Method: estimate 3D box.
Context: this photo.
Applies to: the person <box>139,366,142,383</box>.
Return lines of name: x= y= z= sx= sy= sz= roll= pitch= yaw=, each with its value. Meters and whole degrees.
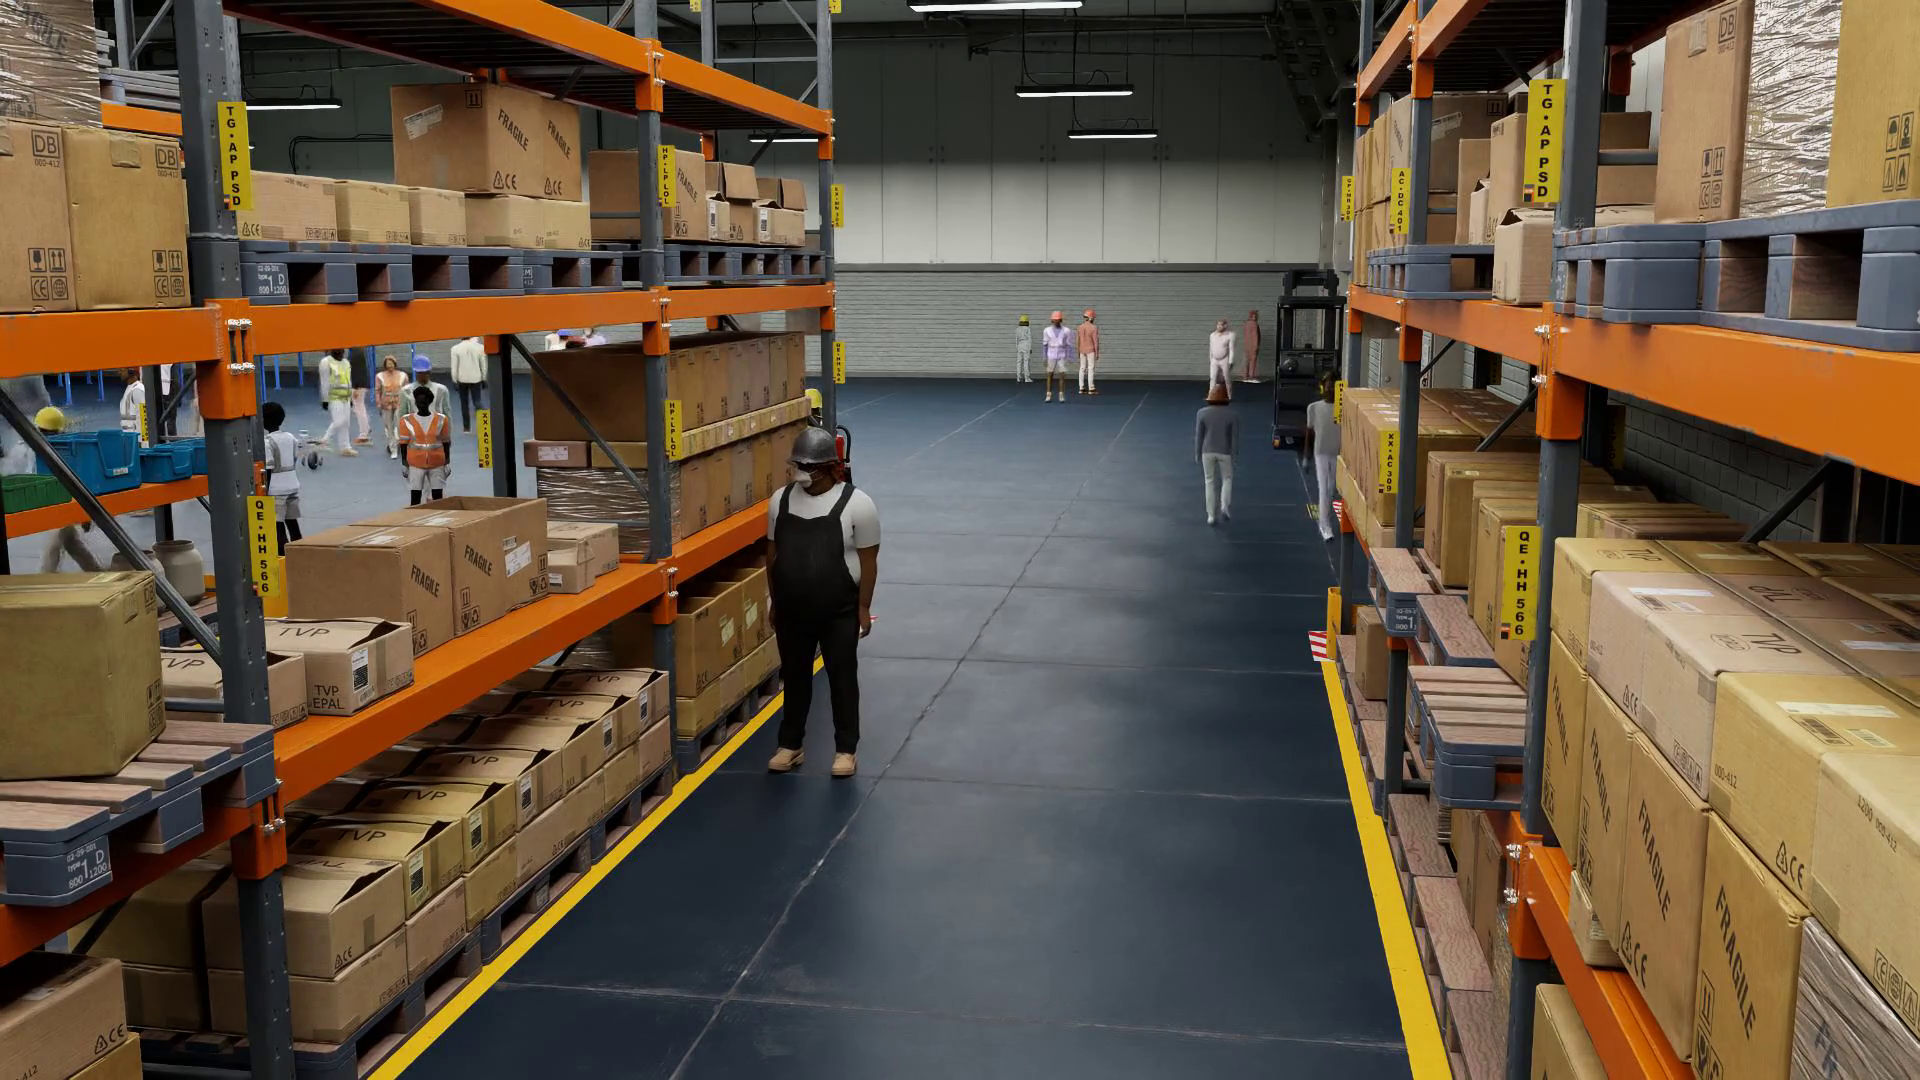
person: x=-15.336 y=-3.034 z=31.376 sx=0.309 sy=1.769 sz=0.525 roll=0 pitch=9 yaw=-3

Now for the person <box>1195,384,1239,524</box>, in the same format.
person: x=2.972 y=-0.998 z=19.263 sx=0.507 sy=1.623 sz=0.351 roll=2 pitch=9 yaw=10

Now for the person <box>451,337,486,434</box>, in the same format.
person: x=-8.782 y=-2.878 z=29.735 sx=0.634 sy=1.983 sz=0.537 roll=-6 pitch=11 yaw=-32

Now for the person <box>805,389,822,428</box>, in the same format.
person: x=-1.391 y=-0.500 z=15.546 sx=0.404 sy=1.828 sz=0.601 roll=8 pitch=12 yaw=42

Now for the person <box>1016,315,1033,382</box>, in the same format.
person: x=1.695 y=-5.042 z=43.825 sx=0.484 sy=1.745 sz=0.296 roll=7 pitch=11 yaw=35

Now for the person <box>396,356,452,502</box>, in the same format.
person: x=-6.471 y=-1.265 z=20.085 sx=0.631 sy=1.889 sz=1.018 roll=-2 pitch=9 yaw=-13

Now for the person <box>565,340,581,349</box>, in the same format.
person: x=-5.338 y=-1.786 z=23.056 sx=0.613 sy=1.964 sz=0.361 roll=-1 pitch=9 yaw=-8

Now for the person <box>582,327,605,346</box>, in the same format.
person: x=-7.526 y=-3.504 z=33.965 sx=0.639 sy=1.879 sz=1.041 roll=0 pitch=9 yaw=3

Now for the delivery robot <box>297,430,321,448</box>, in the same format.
delivery robot: x=-9.791 y=-1.520 z=24.805 sx=0.335 sy=0.223 sz=0.698 roll=0 pitch=9 yaw=0

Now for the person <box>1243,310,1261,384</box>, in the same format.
person: x=7.620 y=-5.031 z=43.258 sx=0.403 sy=1.906 sz=0.652 roll=-3 pitch=10 yaw=-16

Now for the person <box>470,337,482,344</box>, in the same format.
person: x=-12.235 y=-4.650 z=41.784 sx=0.513 sy=1.626 sz=0.383 roll=-5 pitch=11 yaw=-29

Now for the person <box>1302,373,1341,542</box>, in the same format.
person: x=4.037 y=-0.911 z=18.145 sx=0.538 sy=1.815 sz=1.023 roll=0 pitch=9 yaw=0

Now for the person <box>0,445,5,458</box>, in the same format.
person: x=-15.443 y=-2.188 z=25.828 sx=0.967 sy=1.874 sz=0.555 roll=-6 pitch=11 yaw=-31

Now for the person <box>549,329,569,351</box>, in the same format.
person: x=-7.299 y=-3.016 z=30.832 sx=0.617 sy=1.916 sz=0.919 roll=-6 pitch=11 yaw=-33

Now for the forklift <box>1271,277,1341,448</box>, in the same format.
forklift: x=5.847 y=-3.016 z=27.970 sx=1.129 sy=2.768 sz=1.873 roll=1 pitch=9 yaw=9

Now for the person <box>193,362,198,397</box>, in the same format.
person: x=-11.886 y=-2.260 z=26.502 sx=0.645 sy=1.797 sz=0.943 roll=-6 pitch=11 yaw=-34

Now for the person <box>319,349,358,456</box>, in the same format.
person: x=-9.802 y=-2.216 z=26.176 sx=0.475 sy=1.816 sz=0.679 roll=3 pitch=10 yaw=15

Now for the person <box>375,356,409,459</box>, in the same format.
person: x=-8.739 y=-2.024 z=25.656 sx=0.514 sy=1.590 sz=0.868 roll=-3 pitch=10 yaw=-17

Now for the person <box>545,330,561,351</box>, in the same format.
person: x=-9.787 y=-4.424 z=40.332 sx=0.513 sy=1.642 sz=0.313 roll=-2 pitch=9 yaw=-9

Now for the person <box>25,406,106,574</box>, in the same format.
person: x=-7.779 y=-0.284 z=14.399 sx=0.635 sy=1.780 sz=0.946 roll=5 pitch=10 yaw=28

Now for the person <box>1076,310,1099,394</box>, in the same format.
person: x=3.059 y=-4.478 z=39.580 sx=0.623 sy=1.990 sz=0.388 roll=8 pitch=12 yaw=41

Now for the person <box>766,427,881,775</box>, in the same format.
person: x=-0.831 y=0.375 z=9.638 sx=0.680 sy=2.000 sz=0.536 roll=3 pitch=10 yaw=18

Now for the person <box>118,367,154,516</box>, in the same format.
person: x=-9.899 y=-1.245 z=19.981 sx=0.354 sy=1.883 sz=0.576 roll=-6 pitch=11 yaw=-33

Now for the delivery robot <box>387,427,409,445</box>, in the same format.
delivery robot: x=-8.861 y=-1.720 z=26.836 sx=0.707 sy=0.478 sz=0.477 roll=-9 pitch=13 yaw=-42

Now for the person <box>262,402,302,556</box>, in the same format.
person: x=-6.412 y=-0.451 z=15.655 sx=0.319 sy=1.695 sz=0.538 roll=2 pitch=9 yaw=11

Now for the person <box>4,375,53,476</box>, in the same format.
person: x=-12.792 y=-1.713 z=22.893 sx=0.649 sy=1.890 sz=1.038 roll=7 pitch=12 yaw=37

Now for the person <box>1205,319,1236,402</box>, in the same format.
person: x=5.809 y=-3.982 z=36.959 sx=0.666 sy=1.852 sz=1.020 roll=7 pitch=11 yaw=35

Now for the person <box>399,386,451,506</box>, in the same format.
person: x=-5.723 y=-0.805 z=17.830 sx=0.538 sy=1.698 sz=0.319 roll=-4 pitch=10 yaw=-21

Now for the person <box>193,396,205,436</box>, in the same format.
person: x=-9.718 y=-1.344 z=21.461 sx=0.532 sy=1.602 sz=0.717 roll=4 pitch=10 yaw=23

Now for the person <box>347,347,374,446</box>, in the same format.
person: x=-10.137 y=-2.580 z=27.885 sx=0.423 sy=1.981 sz=0.610 roll=-5 pitch=11 yaw=-29

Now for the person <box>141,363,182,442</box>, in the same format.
person: x=-12.554 y=-2.254 z=26.171 sx=0.590 sy=1.895 sz=0.397 roll=1 pitch=9 yaw=4

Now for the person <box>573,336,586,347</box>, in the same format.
person: x=-6.280 y=-2.445 z=27.566 sx=0.950 sy=1.840 sz=0.585 roll=-5 pitch=10 yaw=-28

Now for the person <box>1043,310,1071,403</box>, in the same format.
person: x=2.145 y=-4.078 z=36.961 sx=0.614 sy=2.040 sz=0.390 roll=1 pitch=9 yaw=5
